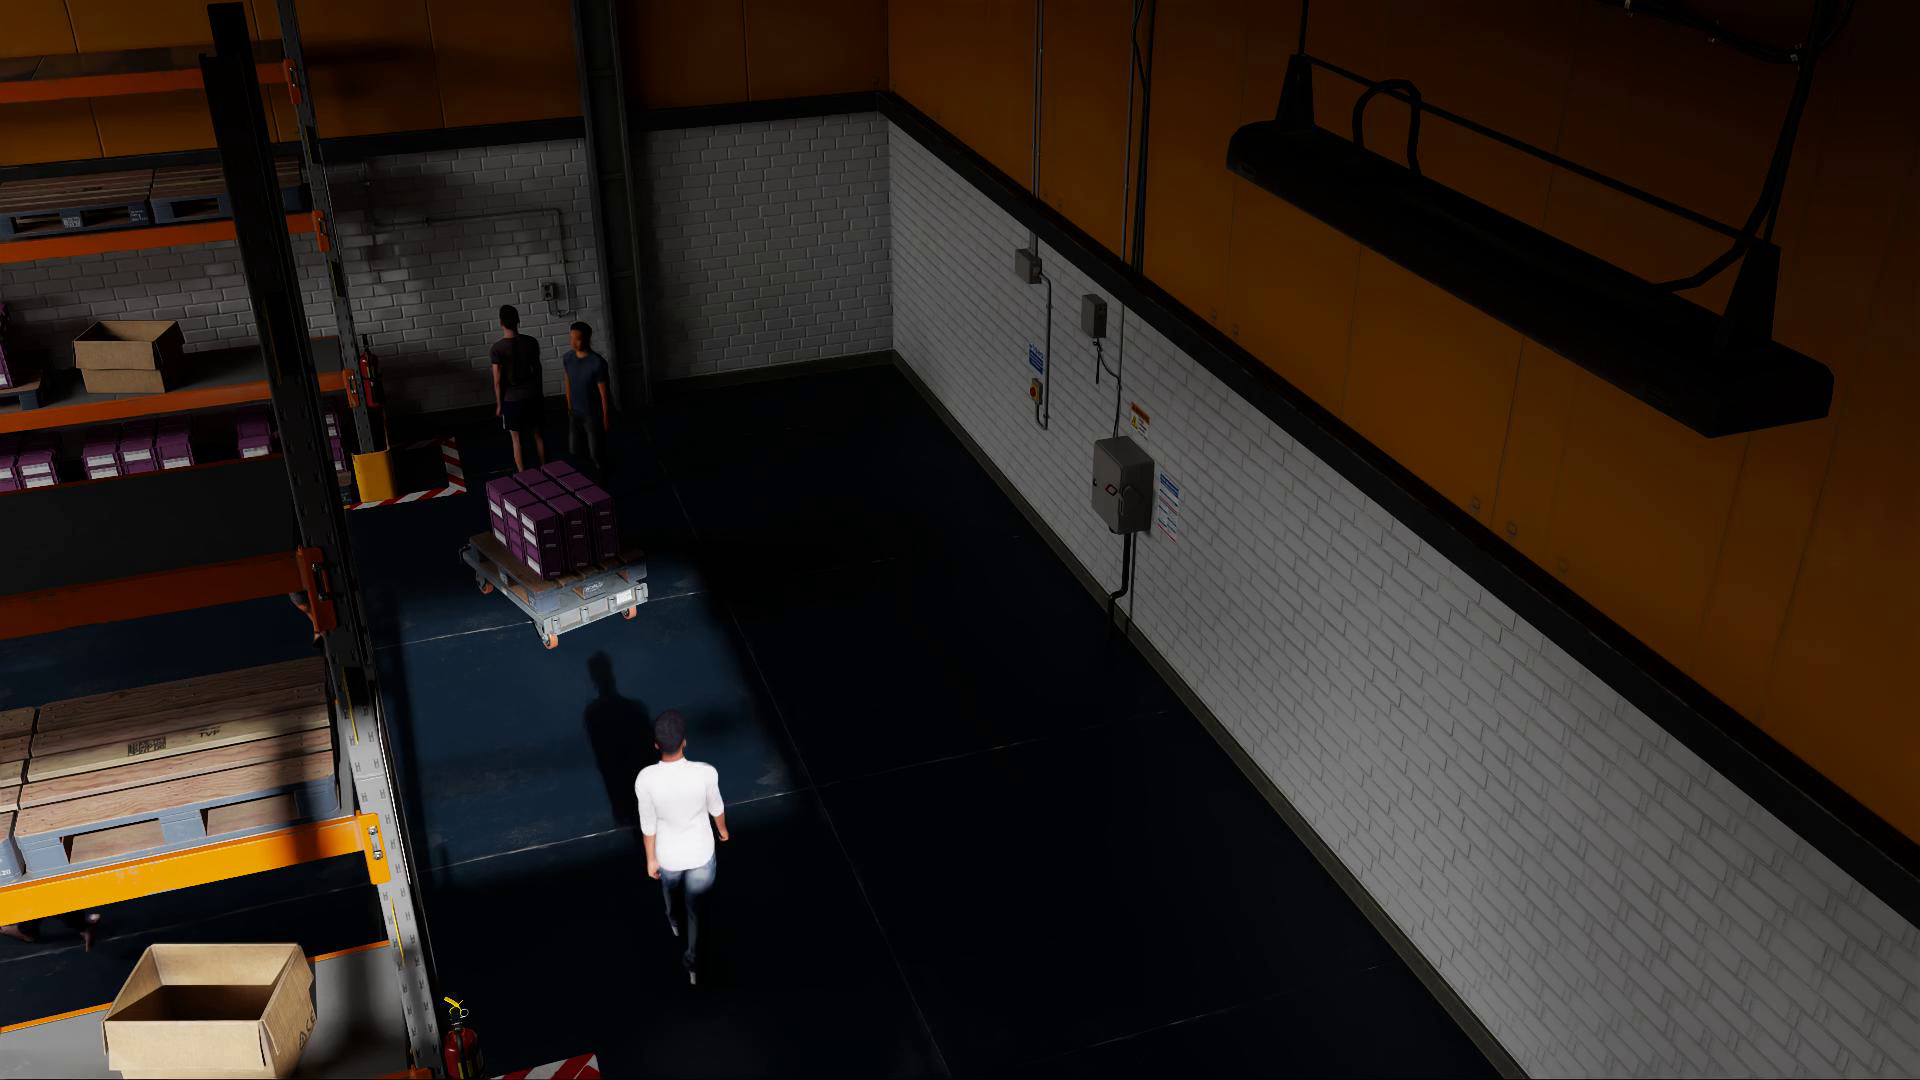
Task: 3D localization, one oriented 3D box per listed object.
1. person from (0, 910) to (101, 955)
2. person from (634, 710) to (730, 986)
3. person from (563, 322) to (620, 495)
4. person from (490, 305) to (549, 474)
[{"bbox_3d":[-5.677,1.749,10.020,1.203,1.827,1.032,3,29,5],"label":"person"},{"bbox_3d":[-1.639,1.866,9.849,0.980,1.786,0.886,-1,29,-1],"label":"person"},{"bbox_3d":[-3.396,-1.214,15.484,0.881,1.796,0.948,15,32,26],"label":"person"},{"bbox_3d":[-4.121,-1.322,15.622,0.602,1.853,0.767,-21,35,-33],"label":"person"}]
